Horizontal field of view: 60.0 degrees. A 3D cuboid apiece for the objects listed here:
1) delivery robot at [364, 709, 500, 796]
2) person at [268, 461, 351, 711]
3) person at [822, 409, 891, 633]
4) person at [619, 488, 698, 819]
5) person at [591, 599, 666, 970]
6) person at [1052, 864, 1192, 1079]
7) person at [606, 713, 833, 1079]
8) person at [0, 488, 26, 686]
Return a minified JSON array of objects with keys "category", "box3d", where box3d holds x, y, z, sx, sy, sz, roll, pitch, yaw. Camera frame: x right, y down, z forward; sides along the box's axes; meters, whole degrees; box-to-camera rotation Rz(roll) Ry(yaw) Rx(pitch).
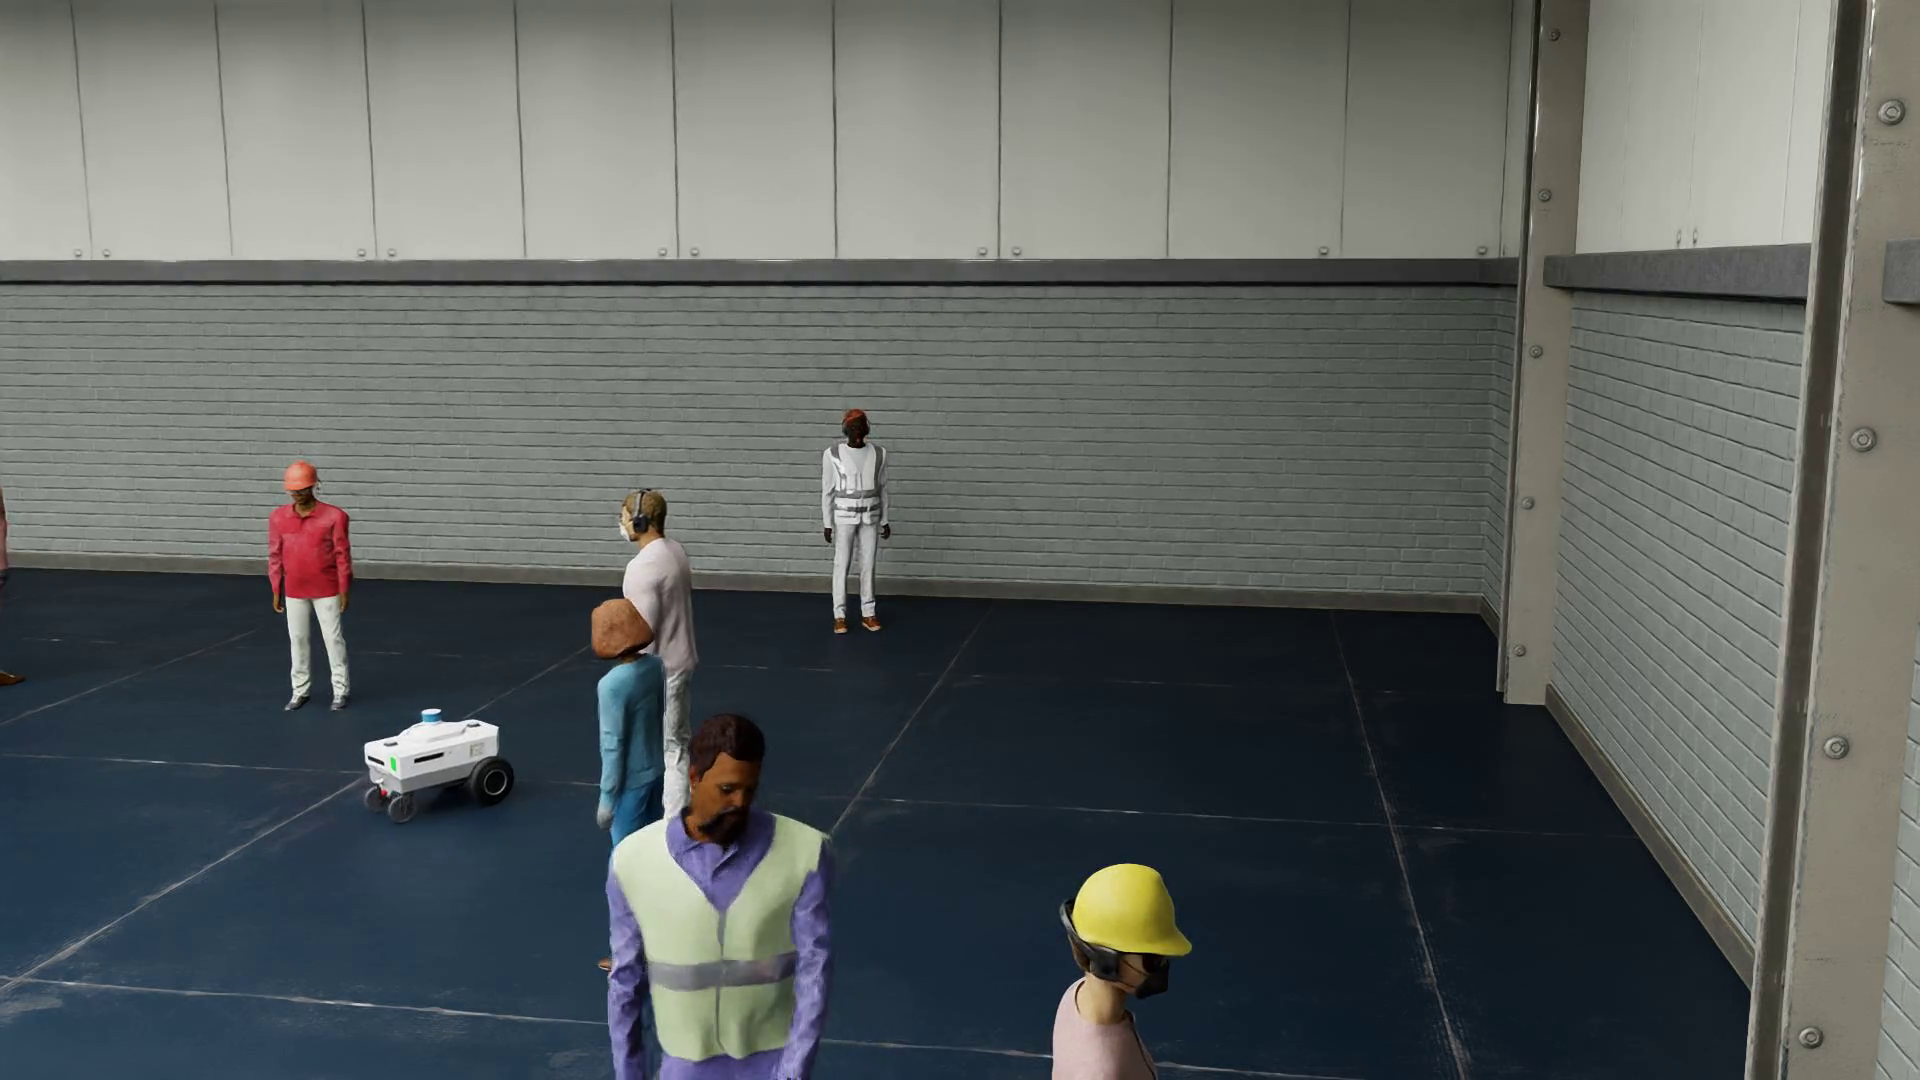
[{"category":"delivery robot","box3d":[-2.973,1.199,9.384,0.477,0.478,0.707,8,12,42]},{"category":"person","box3d":[-4.475,0.322,11.438,0.560,1.742,0.354,0,9,0]},{"category":"person","box3d":[-0.868,-0.159,13.960,0.587,1.882,0.341,-4,10,-21]},{"category":"person","box3d":[-1.561,0.687,8.642,0.389,1.927,0.645,1,9,5]},{"category":"person","box3d":[-1.431,1.060,7.248,0.294,1.628,0.552,2,9,14]},{"category":"person","box3d":[0.331,1.566,3.690,0.329,1.765,0.533,0,9,2]},{"category":"person","box3d":[-0.628,1.391,4.376,0.603,1.900,0.561,-2,9,-11]},{"category":"person","box3d":[-7.148,0.132,12.129,0.641,1.901,0.402,5,10,26]}]
